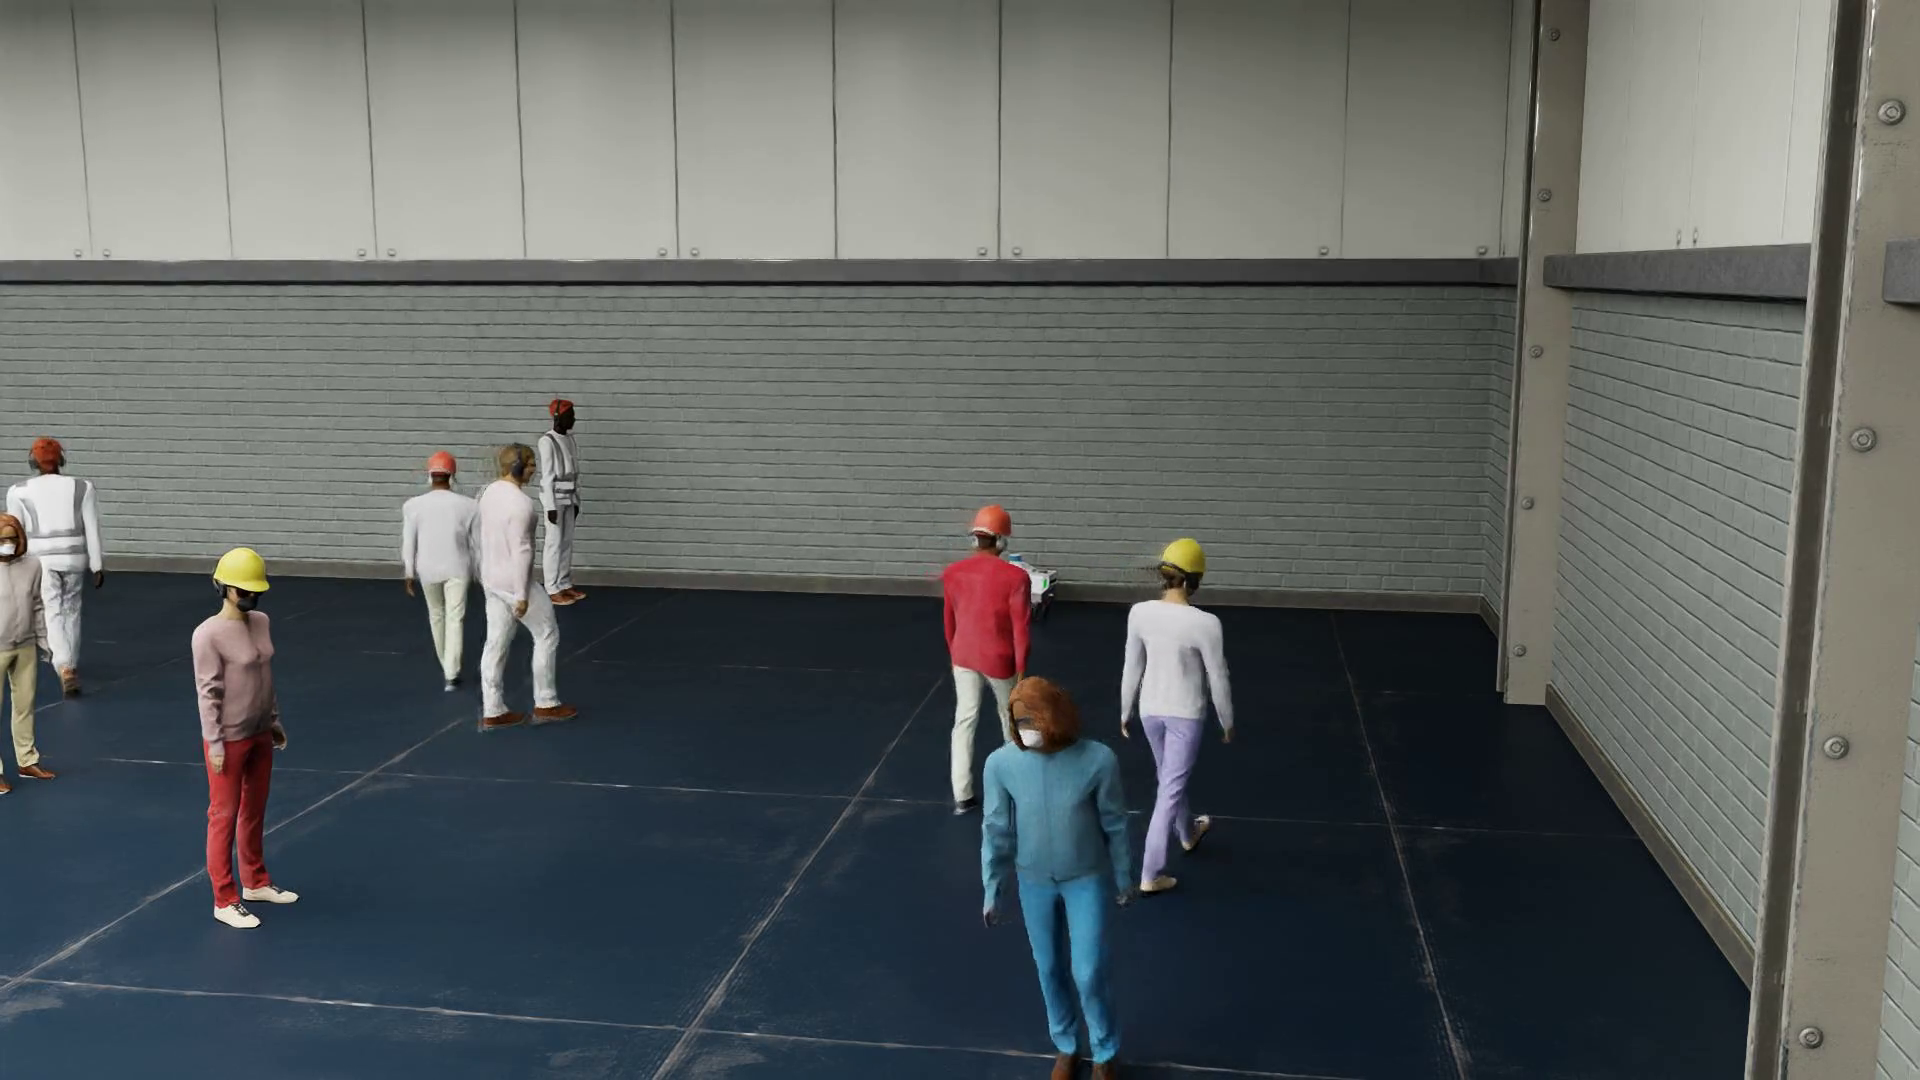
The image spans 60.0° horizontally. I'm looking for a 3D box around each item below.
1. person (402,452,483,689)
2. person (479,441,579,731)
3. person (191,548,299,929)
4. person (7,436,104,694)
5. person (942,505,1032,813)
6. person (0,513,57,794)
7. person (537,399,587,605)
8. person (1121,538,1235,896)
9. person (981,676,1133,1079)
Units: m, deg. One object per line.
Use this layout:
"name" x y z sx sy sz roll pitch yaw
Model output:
"person" -3.783 0.205 12.275 0.585 1.698 0.908 -1 9 -8
"person" -2.883 0.295 11.047 0.757 1.909 0.647 -9 13 -43
"person" -3.333 0.908 7.765 0.327 1.760 0.523 2 9 11
"person" -6.507 0.183 12.000 0.588 1.851 0.913 -6 11 -34
"person" 0.189 0.648 9.504 0.592 1.702 0.893 4 10 26
"person" -5.575 0.647 9.760 0.289 1.633 0.499 4 10 26
"person" -3.639 -0.348 15.167 0.350 1.878 0.568 2 10 14
"person" 1.128 0.843 8.272 0.540 1.721 0.900 8 12 41
"person" 0.354 1.258 6.085 0.533 1.591 0.462 2 9 12
